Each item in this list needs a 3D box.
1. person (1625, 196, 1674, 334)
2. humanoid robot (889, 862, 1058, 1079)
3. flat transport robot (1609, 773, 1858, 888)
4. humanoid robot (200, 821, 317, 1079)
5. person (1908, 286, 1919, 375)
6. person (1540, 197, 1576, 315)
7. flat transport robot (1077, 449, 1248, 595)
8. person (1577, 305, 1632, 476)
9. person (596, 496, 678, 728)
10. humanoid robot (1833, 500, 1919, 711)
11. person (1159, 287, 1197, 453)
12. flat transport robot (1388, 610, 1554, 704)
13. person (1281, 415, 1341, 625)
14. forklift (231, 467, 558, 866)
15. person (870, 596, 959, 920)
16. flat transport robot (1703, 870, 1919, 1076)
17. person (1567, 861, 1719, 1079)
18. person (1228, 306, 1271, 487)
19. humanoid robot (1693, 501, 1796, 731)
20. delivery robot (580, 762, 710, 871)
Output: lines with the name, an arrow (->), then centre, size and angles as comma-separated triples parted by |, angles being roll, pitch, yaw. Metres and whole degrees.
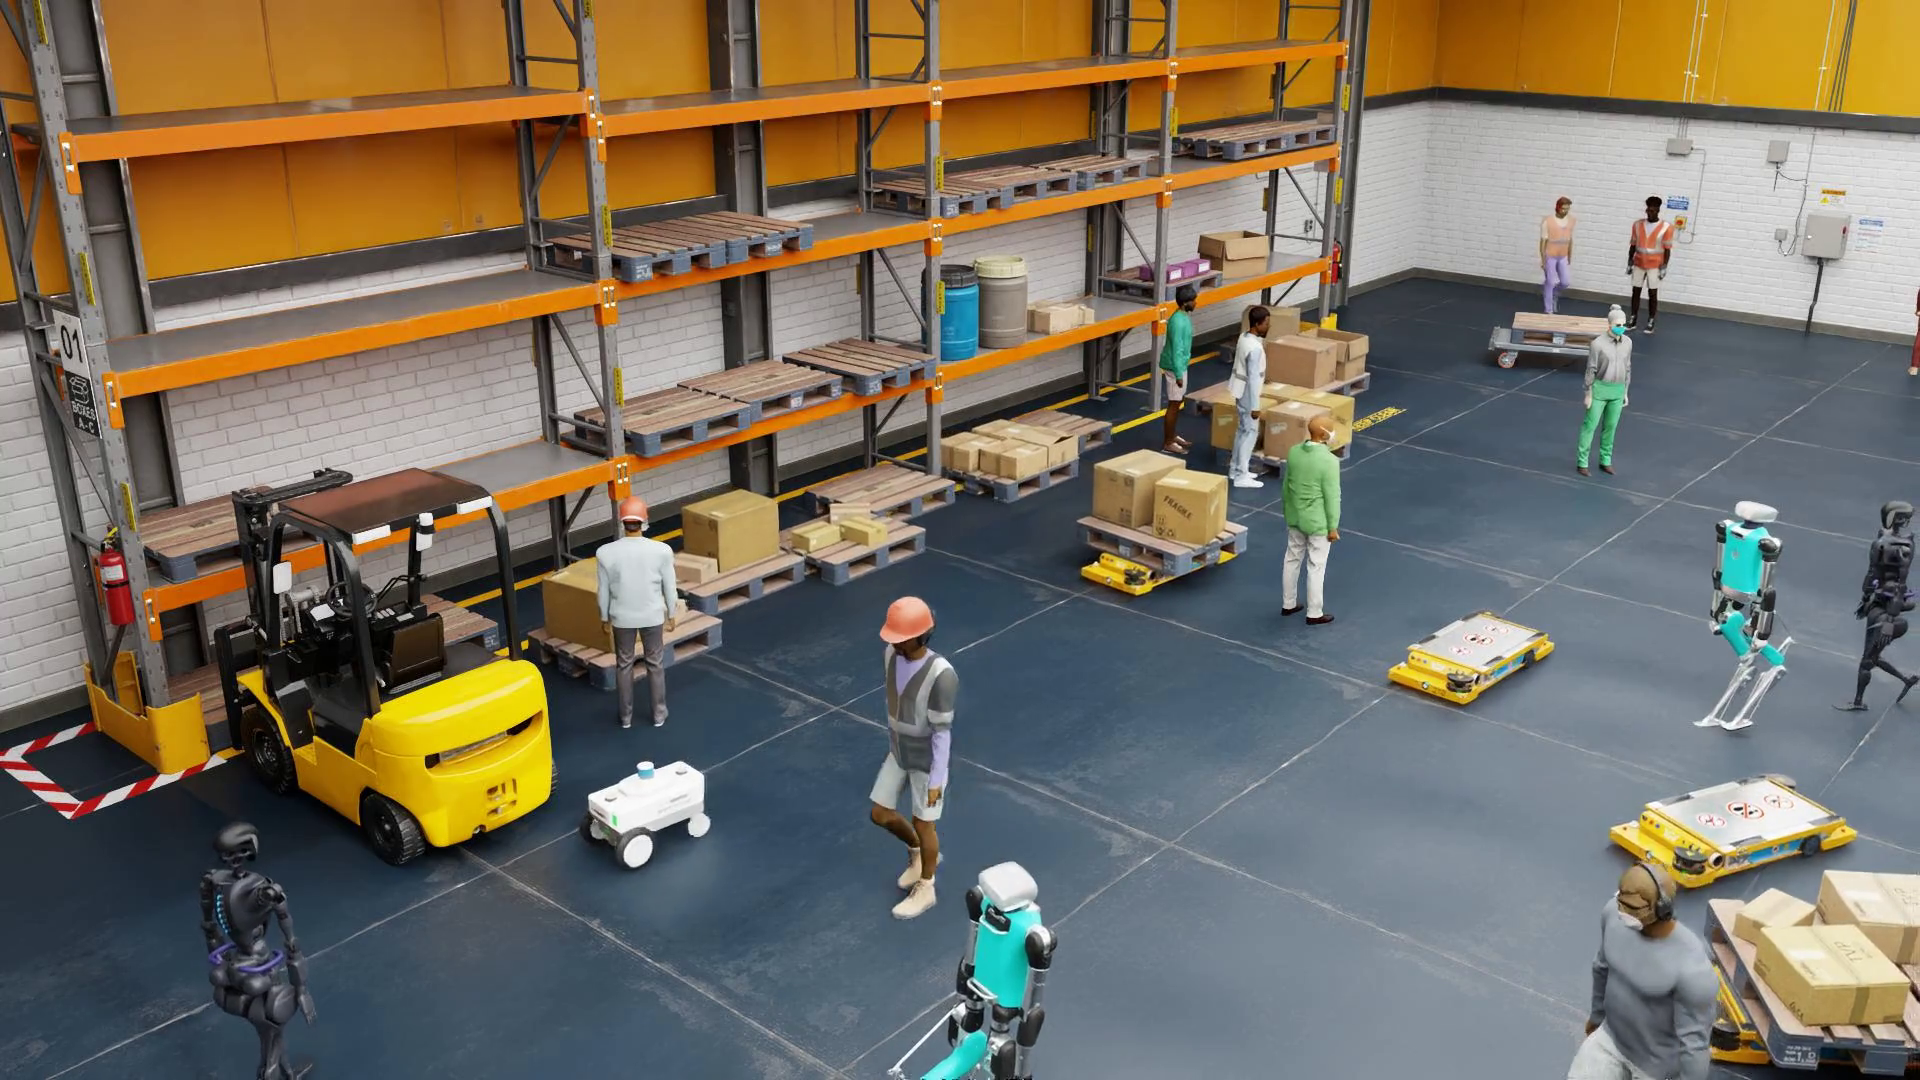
person -> 9.852, -3.950, 23.824 | 0.613, 1.956, 0.391 | 19, 27, 41
humanoid robot -> -0.003, 2.291, 7.281 | 1.059, 1.744, 0.546 | -15, 25, -34
flat transport robot -> 4.927, 1.836, 10.577 | 1.431, 0.231, 0.659 | -9, 22, -22
humanoid robot -> -3.319, 2.068, 7.936 | 0.590, 1.634, 0.648 | 8, 22, 20
person -> 12.611, -2.990, 21.484 | 0.474, 1.769, 0.359 | 12, 23, 30
person -> 8.806, -4.167, 24.601 | 0.605, 1.814, 0.465 | -5, 21, -14
flat transport robot -> 1.822, 0.159, 15.119 | 1.431, 0.231, 0.659 | -18, 27, -40
person -> 6.822, -1.578, 17.561 | 0.519, 1.842, 0.329 | -5, 21, -13
person -> -2.322, 0.523, 12.011 | 0.572, 1.739, 0.351 | -4, 21, -10
humanoid robot -> 6.874, 0.499, 12.197 | 0.625, 1.637, 0.587 | 2, 20, 6
person -> 2.395, -1.887, 18.396 | 0.394, 1.843, 0.502 | 5, 21, 13
flat transport robot -> 4.040, 0.908, 13.092 | 1.431, 0.231, 0.659 | -19, 27, -41
person -> 2.921, -0.170, 13.828 | 0.384, 1.781, 0.553 | -16, 25, -36
forklift -> -3.730, 0.710, 10.856 | 2.313, 2.155, 1.214 | 17, 26, 38
person -> -0.273, 1.262, 9.604 | 0.428, 2.019, 0.613 | -18, 27, -40
flat transport robot -> 4.583, 2.514, 8.740 | 1.431, 0.231, 0.659 | 2, 20, 6
person -> 2.920, 2.230, 7.144 | 0.551, 1.904, 0.743 | -7, 21, -18
person -> 2.978, -1.482, 17.207 | 0.394, 1.904, 0.600 | 0, 20, -1
humanoid robot -> 5.711, 0.551, 11.877 | 0.677, 1.762, 0.545 | -7, 21, -19
delivery robot -> -1.994, 1.708, 10.534 | 0.805, 0.612, 0.499 | -17, 26, -39
